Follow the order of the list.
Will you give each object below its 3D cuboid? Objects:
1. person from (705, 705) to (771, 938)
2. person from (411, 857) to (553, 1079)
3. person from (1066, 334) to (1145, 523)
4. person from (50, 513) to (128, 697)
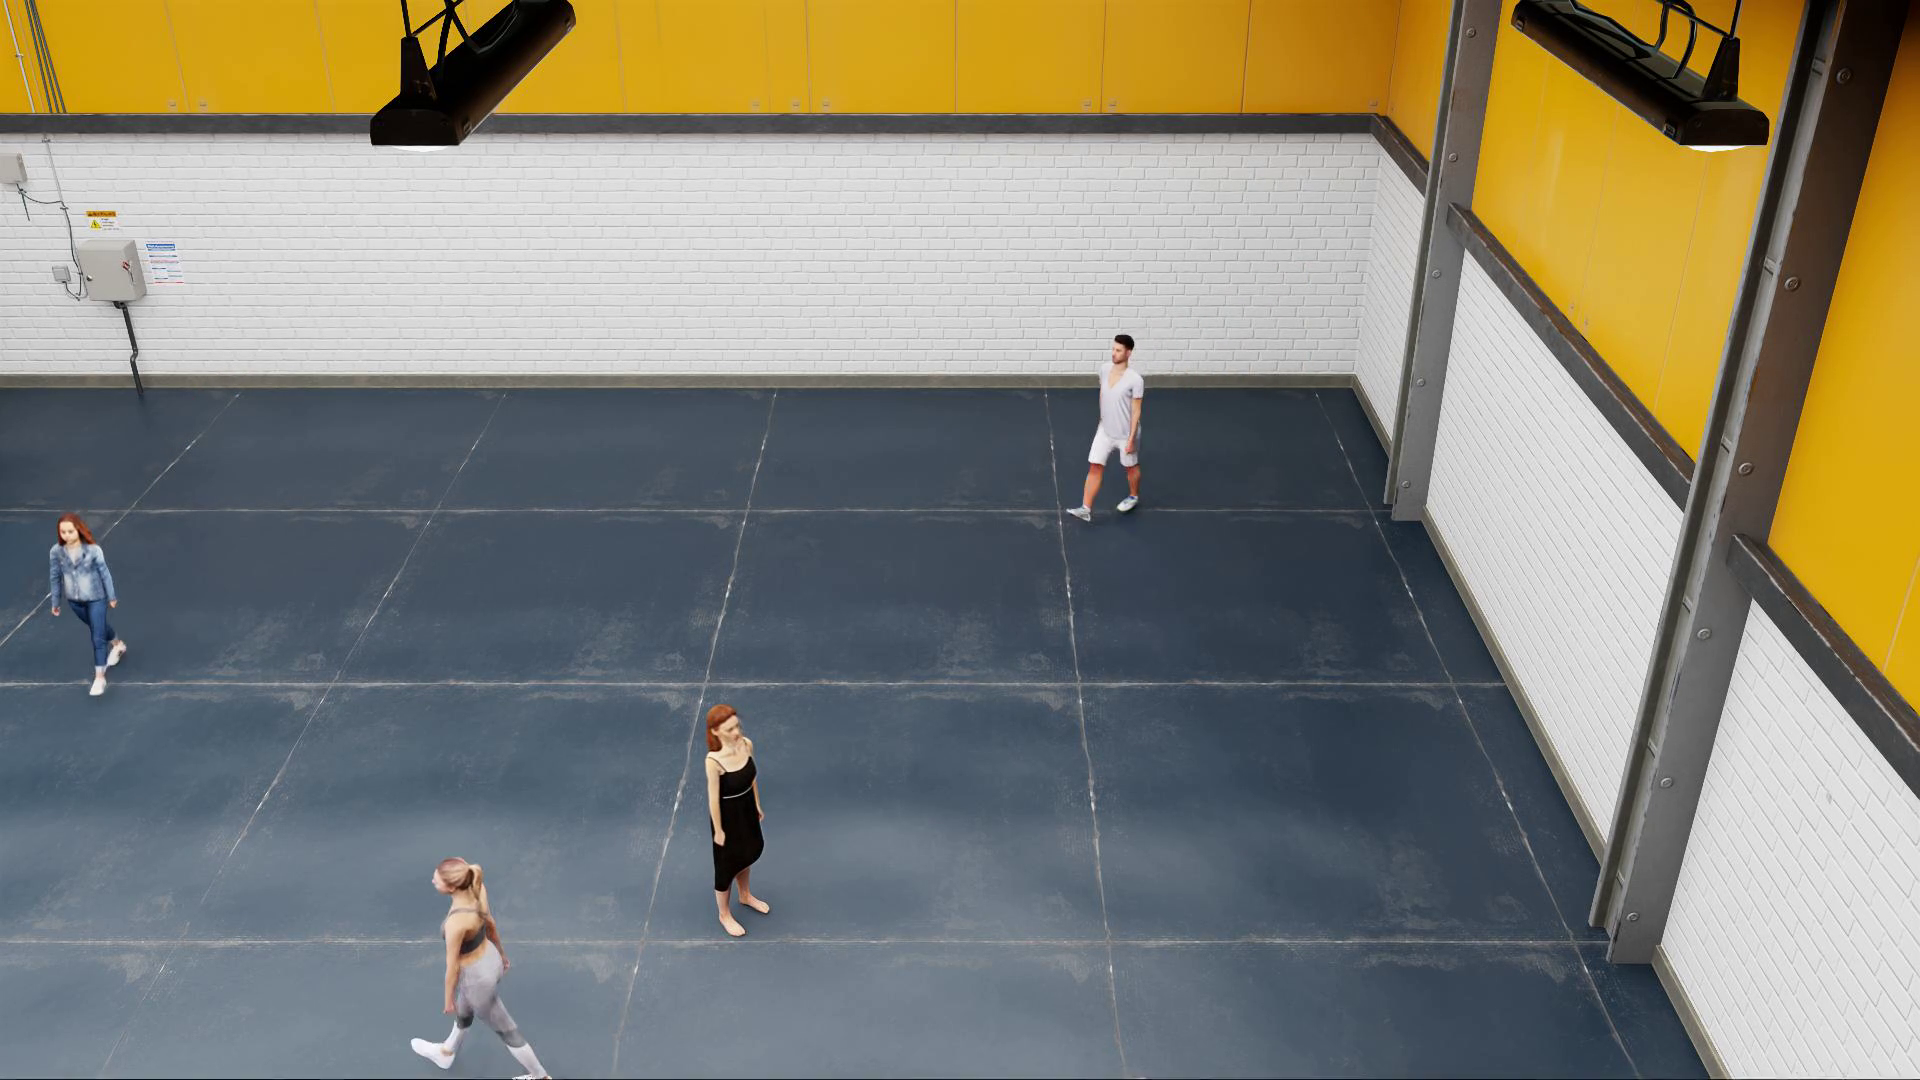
[{"bbox_3d":[-1.441,1.746,10.566,0.736,1.626,0.665,19,34,31],"label":"person"},{"bbox_3d":[-2.575,2.461,9.223,0.724,1.658,1.069,4,29,7],"label":"person"},{"bbox_3d":[1.551,-1.050,15.498,1.170,1.813,1.235,25,37,38],"label":"person"},{"bbox_3d":[-6.882,0.431,13.166,0.581,1.446,0.968,-1,29,-2],"label":"person"}]
